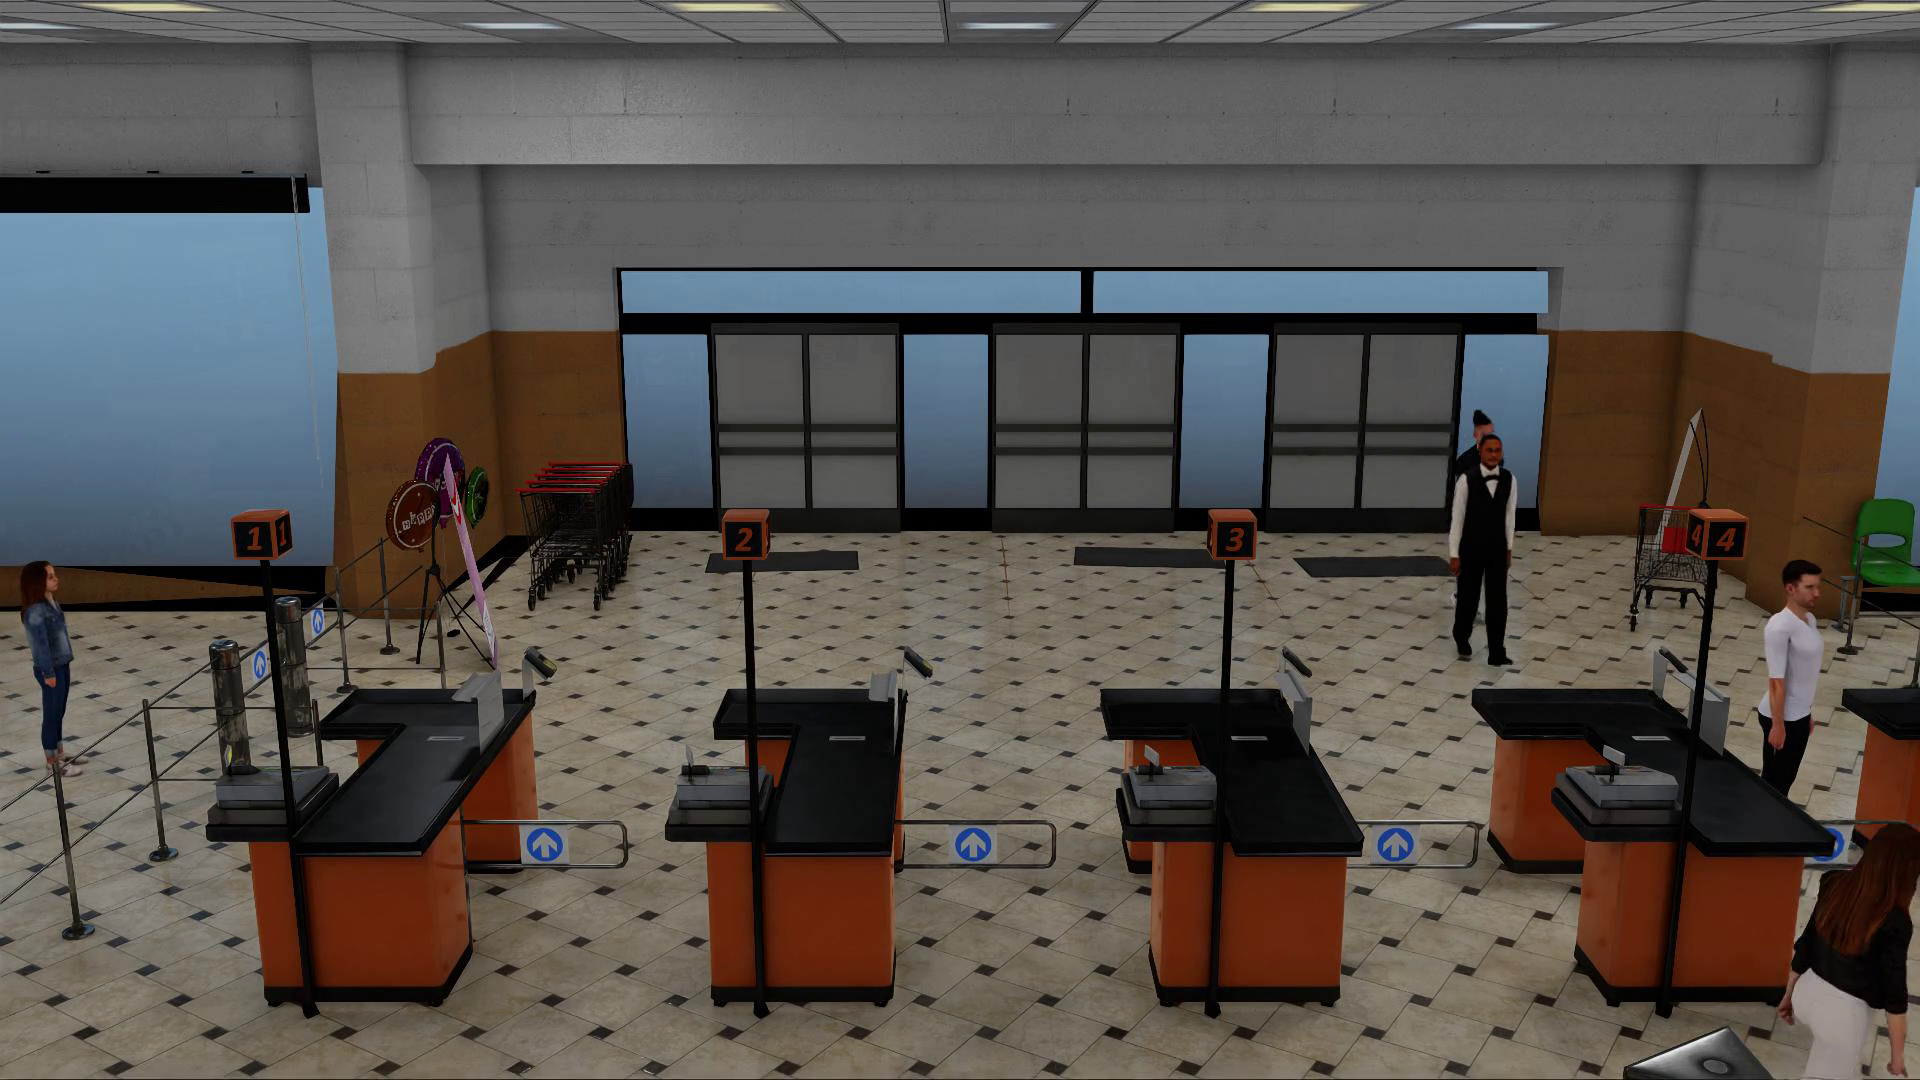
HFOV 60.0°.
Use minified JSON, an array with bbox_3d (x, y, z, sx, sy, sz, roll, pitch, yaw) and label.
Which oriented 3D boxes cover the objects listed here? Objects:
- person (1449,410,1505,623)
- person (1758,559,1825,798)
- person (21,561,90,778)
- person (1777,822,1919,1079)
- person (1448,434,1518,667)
[{"bbox_3d":[4.487,-0.212,14.710,0.879,1.936,0.912,-11,17,-38],"label":"person"},{"bbox_3d":[4.873,1.019,9.814,0.743,1.851,0.801,-13,19,-43],"label":"person"},{"bbox_3d":[-6.158,0.860,11.266,0.682,1.475,0.522,-4,14,-16],"label":"person"},{"bbox_3d":[3.409,1.892,6.604,0.749,1.668,0.781,-4,14,-16],"label":"person"},{"bbox_3d":[4.263,0.061,13.694,0.725,1.884,1.082,0,14,-1],"label":"person"}]
